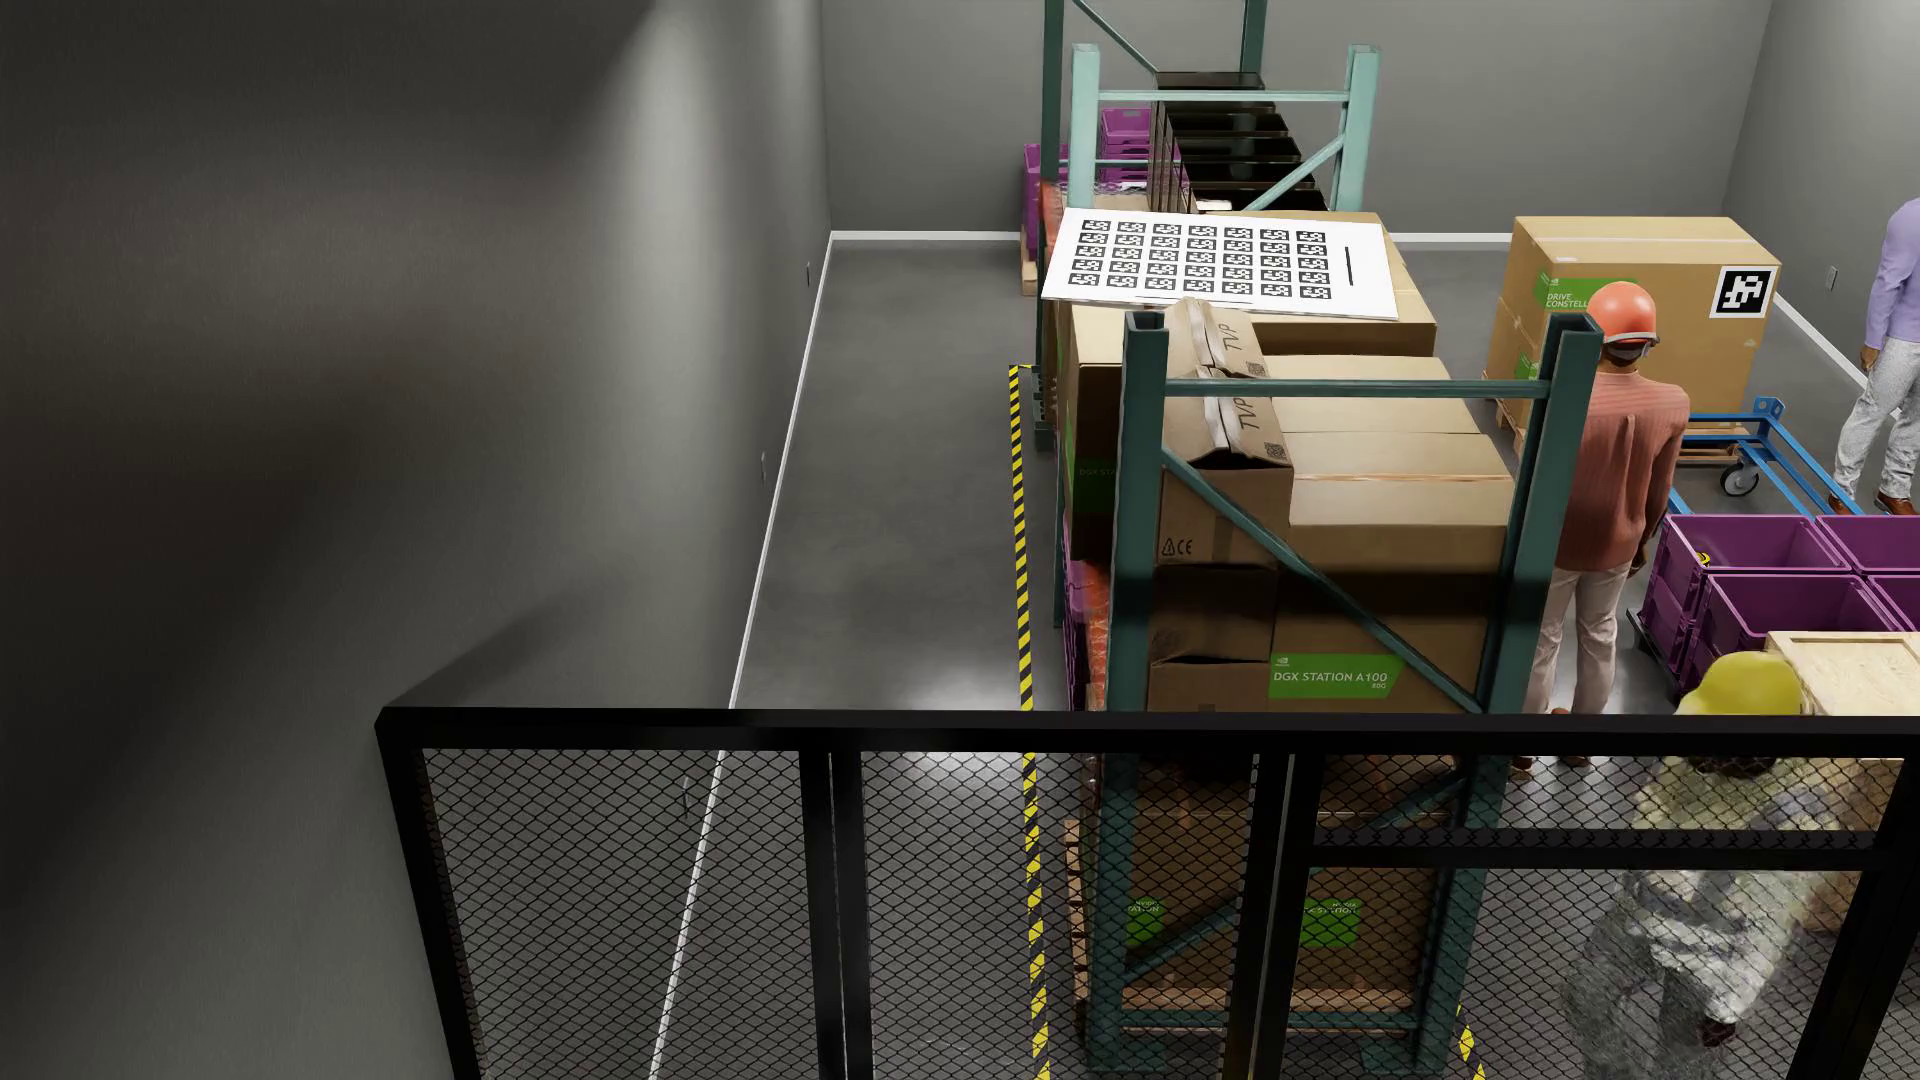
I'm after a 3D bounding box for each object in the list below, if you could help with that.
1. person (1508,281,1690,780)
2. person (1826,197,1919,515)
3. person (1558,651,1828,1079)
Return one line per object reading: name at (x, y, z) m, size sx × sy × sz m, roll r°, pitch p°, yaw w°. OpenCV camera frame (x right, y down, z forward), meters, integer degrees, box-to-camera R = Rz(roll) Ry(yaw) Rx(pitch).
person at (2.292, -0.006, 6.173) m, size 0.623 × 1.989 × 0.398 m, roll -7°, pitch 32°, yaw -12°
person at (4.530, -0.945, 7.784) m, size 0.632 × 1.940 × 0.372 m, roll -1°, pitch 31°, yaw -2°
person at (1.951, 1.066, 4.555) m, size 0.497 × 1.818 × 0.618 m, roll -8°, pitch 32°, yaw -13°
